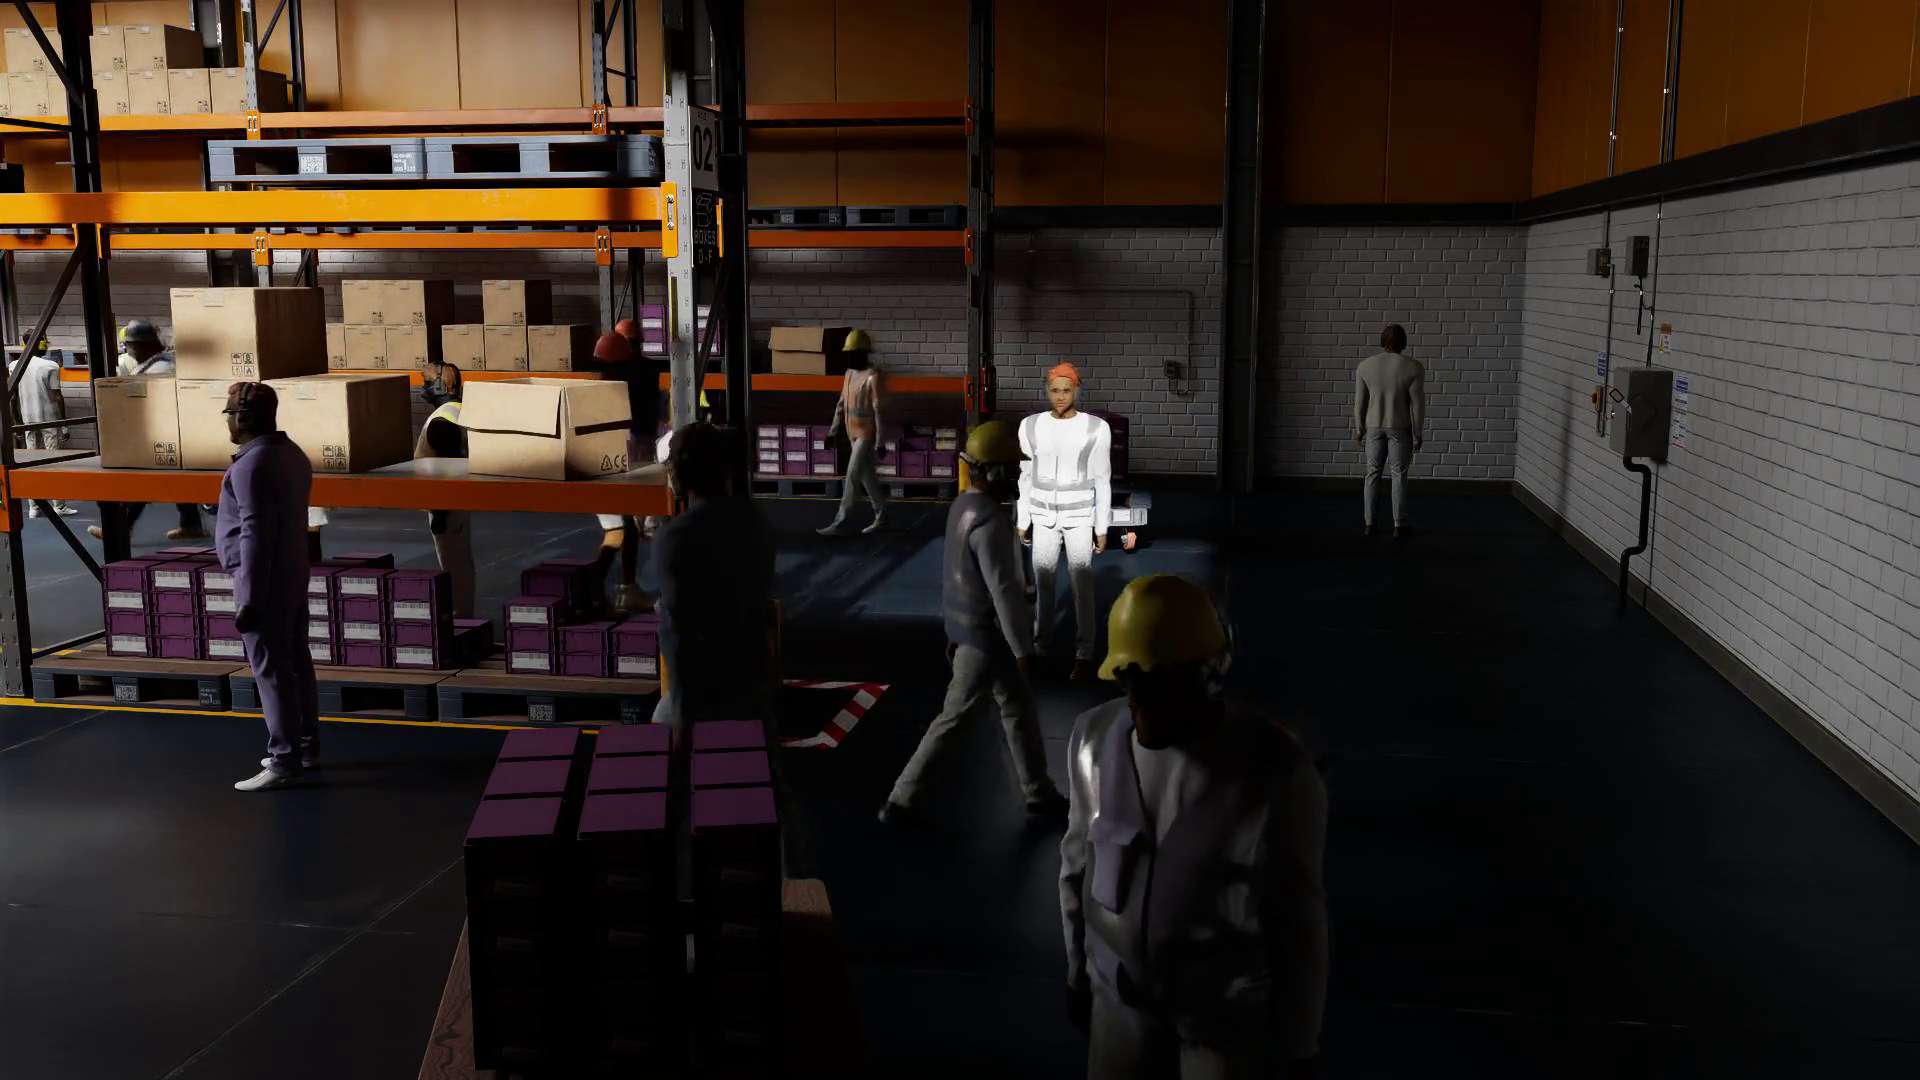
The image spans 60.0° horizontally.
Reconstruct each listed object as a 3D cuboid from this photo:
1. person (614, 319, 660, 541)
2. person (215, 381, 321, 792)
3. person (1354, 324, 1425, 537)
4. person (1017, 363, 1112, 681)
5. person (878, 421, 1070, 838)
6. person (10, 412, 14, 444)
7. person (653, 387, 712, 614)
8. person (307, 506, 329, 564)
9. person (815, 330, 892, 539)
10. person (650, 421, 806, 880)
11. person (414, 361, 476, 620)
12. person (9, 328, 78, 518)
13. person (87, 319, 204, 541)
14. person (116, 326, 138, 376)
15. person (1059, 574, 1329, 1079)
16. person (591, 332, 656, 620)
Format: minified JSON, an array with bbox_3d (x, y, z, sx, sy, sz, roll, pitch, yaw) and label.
[{"bbox_3d":[-2.939,-0.987,14.960,0.401,1.990,0.622,5,10,27],"label":"person"},{"bbox_3d":[-3.248,0.214,7.773,0.403,1.906,0.651,-1,9,-3],"label":"person"},{"bbox_3d":[3.923,-0.999,15.200,0.635,1.937,0.355,5,10,28],"label":"person"},{"bbox_3d":[0.613,-0.107,9.853,0.579,1.879,0.349,3,10,19],"label":"person"},{"bbox_3d":[0.081,0.384,7.103,0.933,1.791,0.589,-1,9,-5],"label":"person"},{"bbox_3d":[-6.616,-0.304,11.176,0.514,1.843,0.325,-4,10,-22],"label":"person"},{"bbox_3d":[-1.767,-0.169,10.750,0.805,1.717,0.494,8,12,41],"label":"person"},{"bbox_3d":[-4.609,-0.412,11.565,0.551,1.935,0.378,-7,12,-38],"label":"person"},{"bbox_3d":[-0.963,-0.958,15.125,0.859,1.884,0.595,-5,10,-28],"label":"person"},{"bbox_3d":[-0.937,0.520,5.928,1.029,1.882,0.657,6,11,31],"label":"person"},{"bbox_3d":[-3.305,-0.227,10.711,0.429,1.844,0.627,-1,9,-8],"label":"person"},{"bbox_3d":[-9.015,-1.143,16.319,0.533,1.864,0.310,0,9,-1],"label":"person"},{"bbox_3d":[-7.251,-0.974,14.730,0.983,2.000,0.693,-6,11,-32],"label":"person"},{"bbox_3d":[-8.972,-1.417,18.151,0.403,1.823,0.588,8,12,42],"label":"person"},{"bbox_3d":[0.496,0.946,3.552,0.619,1.803,0.517,5,11,30],"label":"person"},{"bbox_3d":[-2.344,-0.429,11.471,0.607,2.001,0.626,1,9,7],"label":"person"}]
